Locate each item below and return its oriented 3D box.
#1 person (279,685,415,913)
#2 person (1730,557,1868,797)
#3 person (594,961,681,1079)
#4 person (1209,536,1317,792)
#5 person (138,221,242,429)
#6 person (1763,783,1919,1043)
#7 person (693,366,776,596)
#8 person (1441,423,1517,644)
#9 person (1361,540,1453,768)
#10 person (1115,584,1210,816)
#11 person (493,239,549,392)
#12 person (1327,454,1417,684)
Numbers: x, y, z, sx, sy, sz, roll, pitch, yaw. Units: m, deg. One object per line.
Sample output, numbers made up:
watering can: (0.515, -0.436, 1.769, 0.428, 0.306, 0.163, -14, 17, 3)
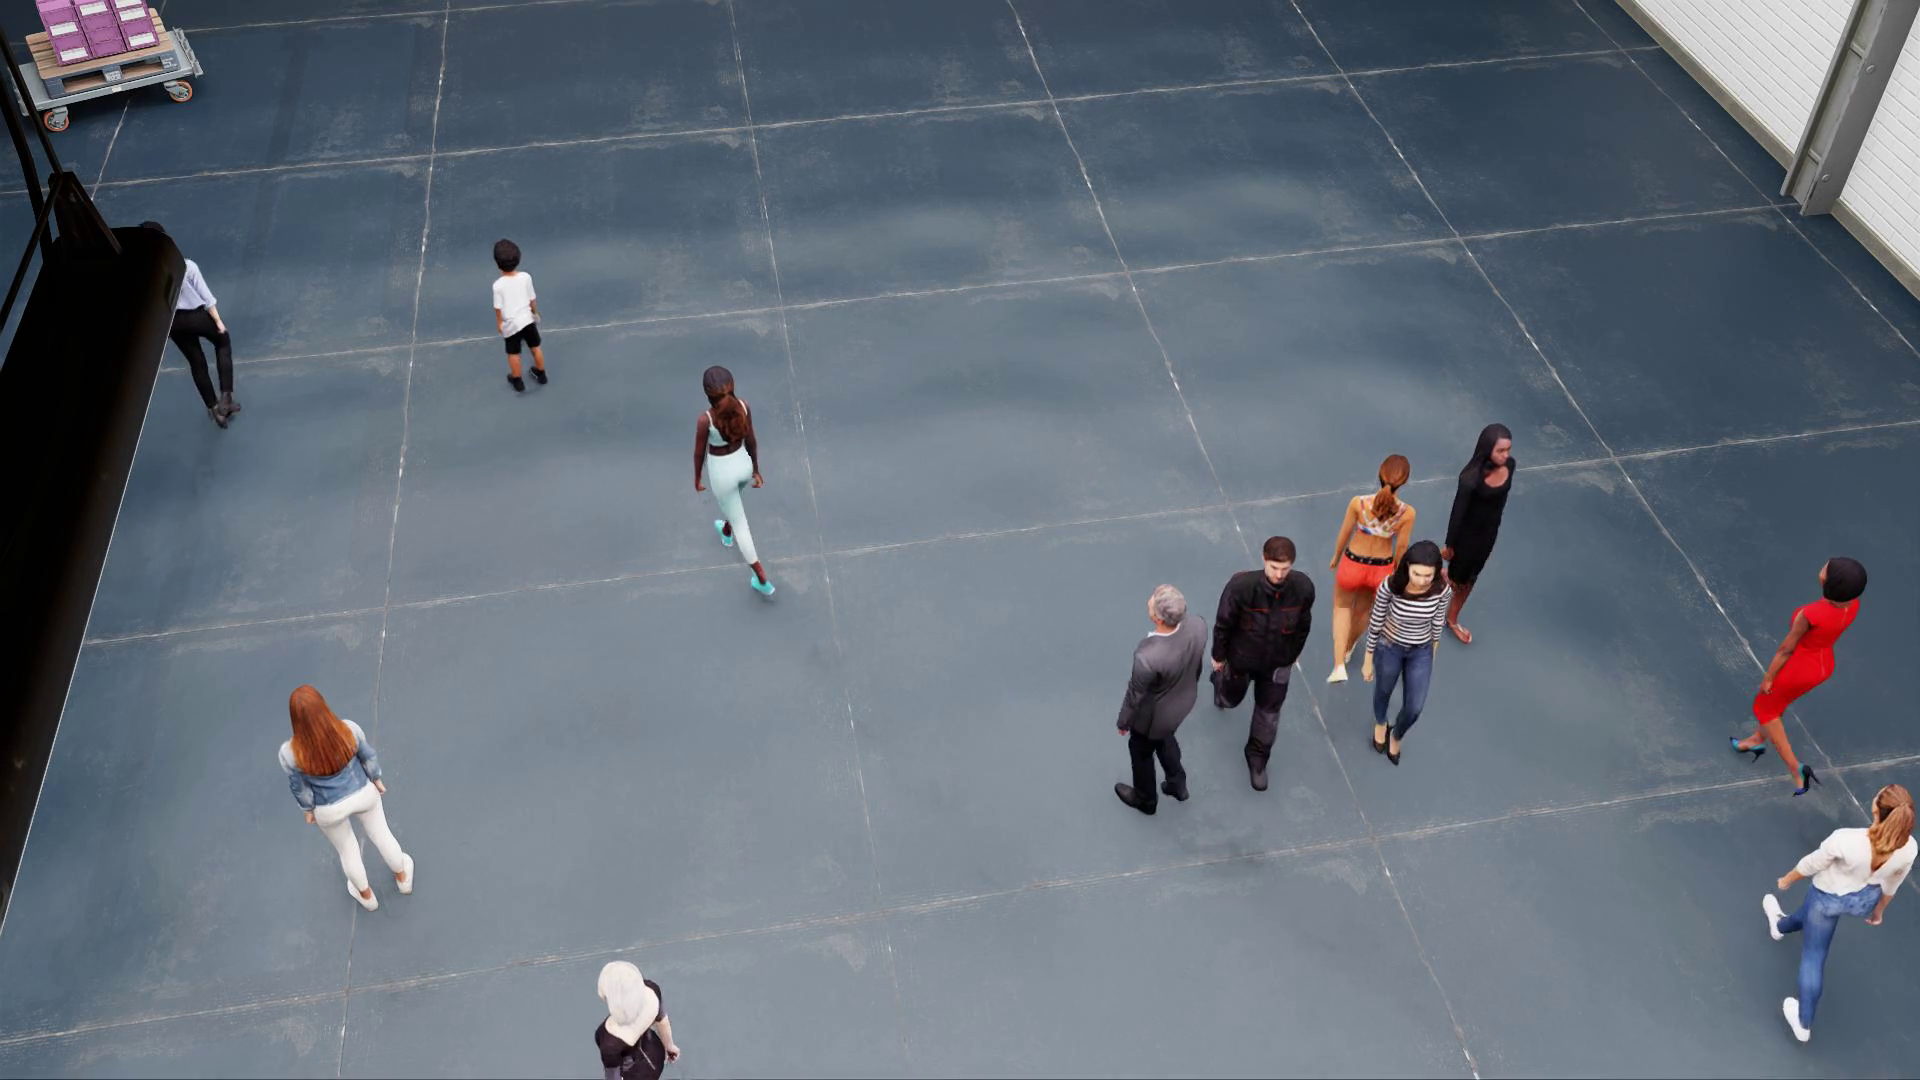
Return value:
person: (-3.361, 1.424, 9.088, 0.684, 1.700, 0.646, -24, 48, -23)
person: (4.932, 0.833, 9.692, 0.726, 1.724, 0.946, -16, 46, -17)
person: (-1.414, 2.566, 7.826, 1.031, 1.788, 1.165, 13, 45, 14)
person: (1.758, 0.615, 9.852, 0.821, 1.818, 1.117, -2, 44, -2)
person: (-5.642, -1.504, 12.139, 0.667, 1.731, 0.617, -4, 44, -4)
person: (4.540, 1.937, 8.571, 0.773, 1.671, 1.156, 1, 44, 1)
person: (-1.479, -0.364, 10.977, 0.894, 1.684, 1.189, -25, 49, -24)
person: (3.222, -0.092, 10.674, 0.802, 1.708, 0.926, -25, 49, -24)
person: (2.602, 0.611, 9.888, 0.676, 1.774, 0.704, 3, 44, 3)
person: (1.197, 0.970, 9.477, 0.876, 1.821, 0.897, -32, 52, -29)
person: (-3.364, -1.706, 12.700, 0.569, 1.250, 0.604, -31, 52, -28)
person: (2.495, 0.235, 10.281, 0.803, 1.776, 0.983, 10, 44, 10)
